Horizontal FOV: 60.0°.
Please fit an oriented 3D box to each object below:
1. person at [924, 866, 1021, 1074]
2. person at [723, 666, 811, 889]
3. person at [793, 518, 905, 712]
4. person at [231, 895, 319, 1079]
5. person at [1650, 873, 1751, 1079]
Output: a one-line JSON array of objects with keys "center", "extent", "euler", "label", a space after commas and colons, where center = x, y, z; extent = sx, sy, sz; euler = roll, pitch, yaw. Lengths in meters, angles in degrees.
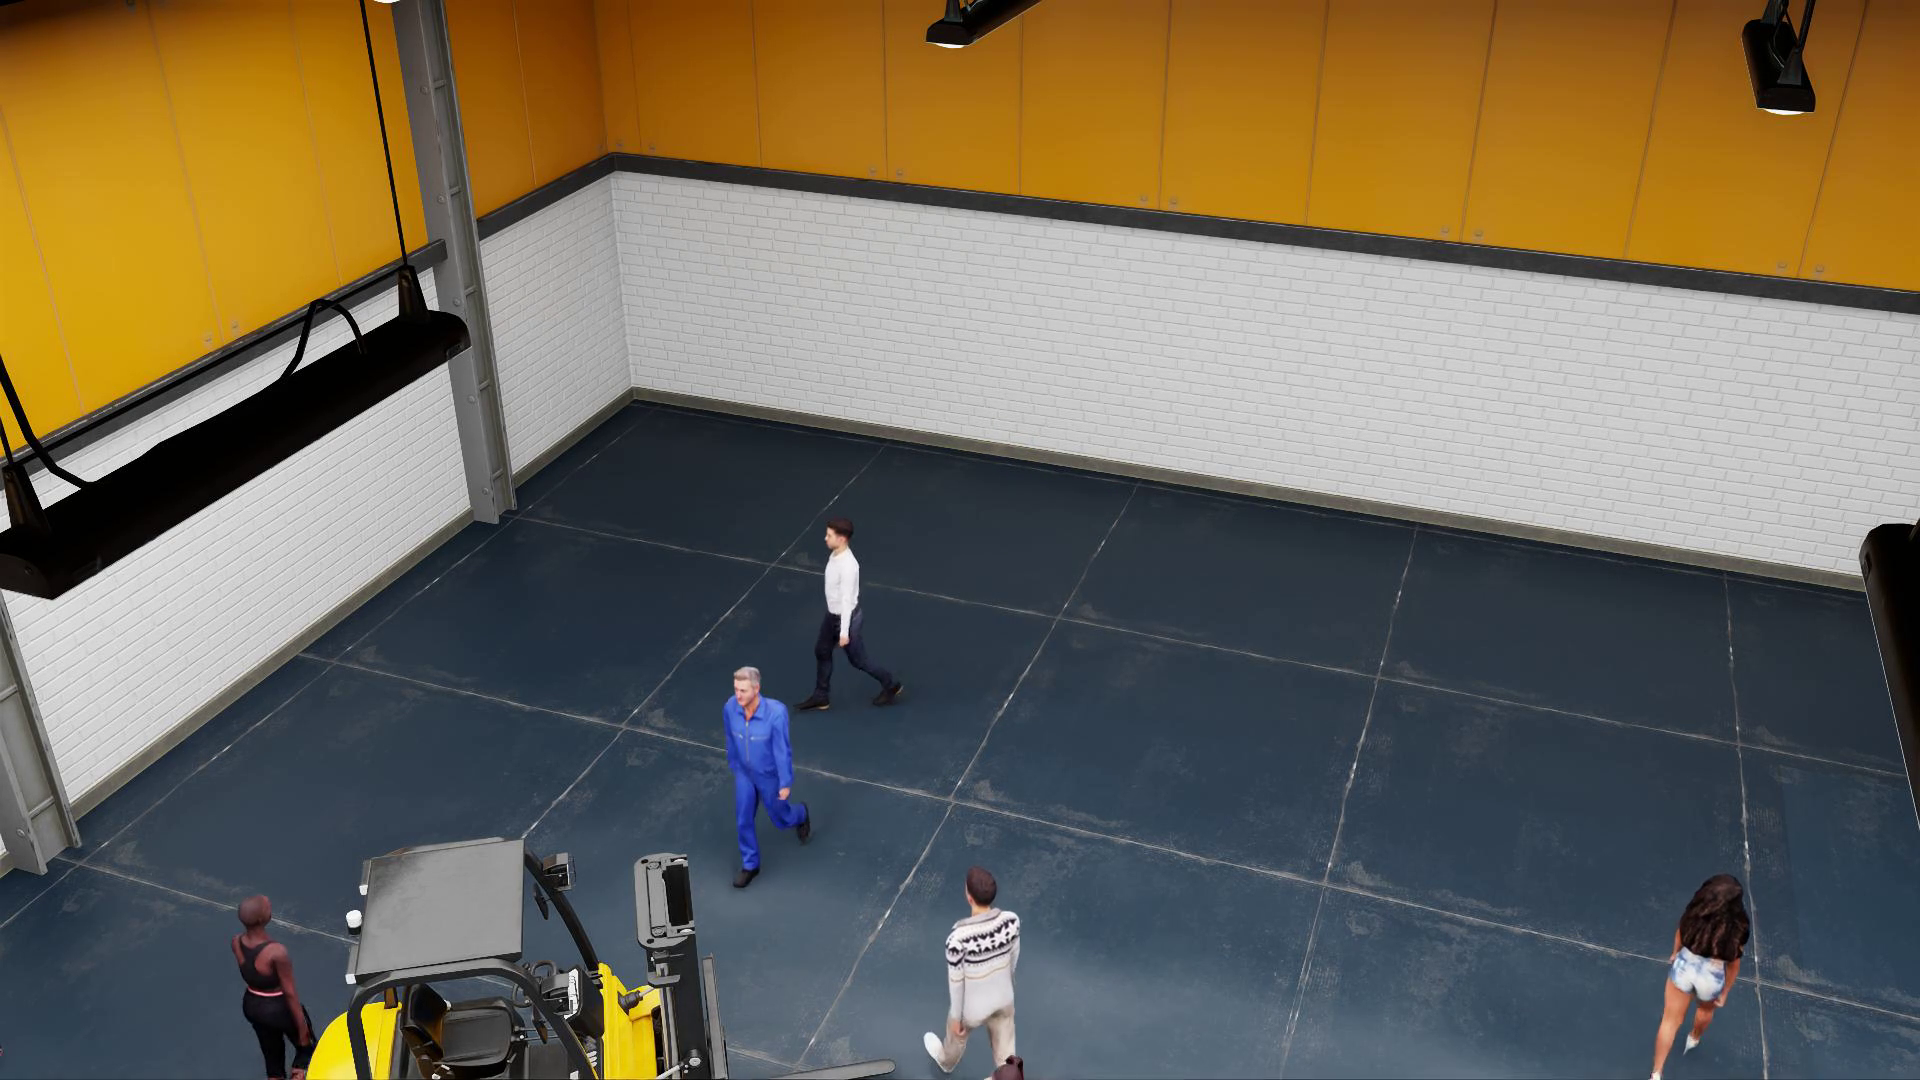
[{"center": [0.187, 2.847, 10.091], "extent": [1.225, 1.802, 1.249], "euler": [-15, 32, -25], "label": "person"}, {"center": [-1.418, 1.678, 12.231], "extent": [0.734, 1.804, 1.020], "euler": [11, 31, 20], "label": "person"}, {"center": [-0.885, 0.653, 14.062], "extent": [1.143, 1.850, 1.213], "euler": [-7, 29, -13], "label": "person"}, {"center": [-4.199, 2.920, 10.013], "extent": [0.636, 1.749, 0.644], "euler": [8, 30, 13], "label": "person"}, {"center": [4.572, 2.801, 10.396], "extent": [0.705, 1.589, 1.079], "euler": [17, 33, 28], "label": "person"}]
